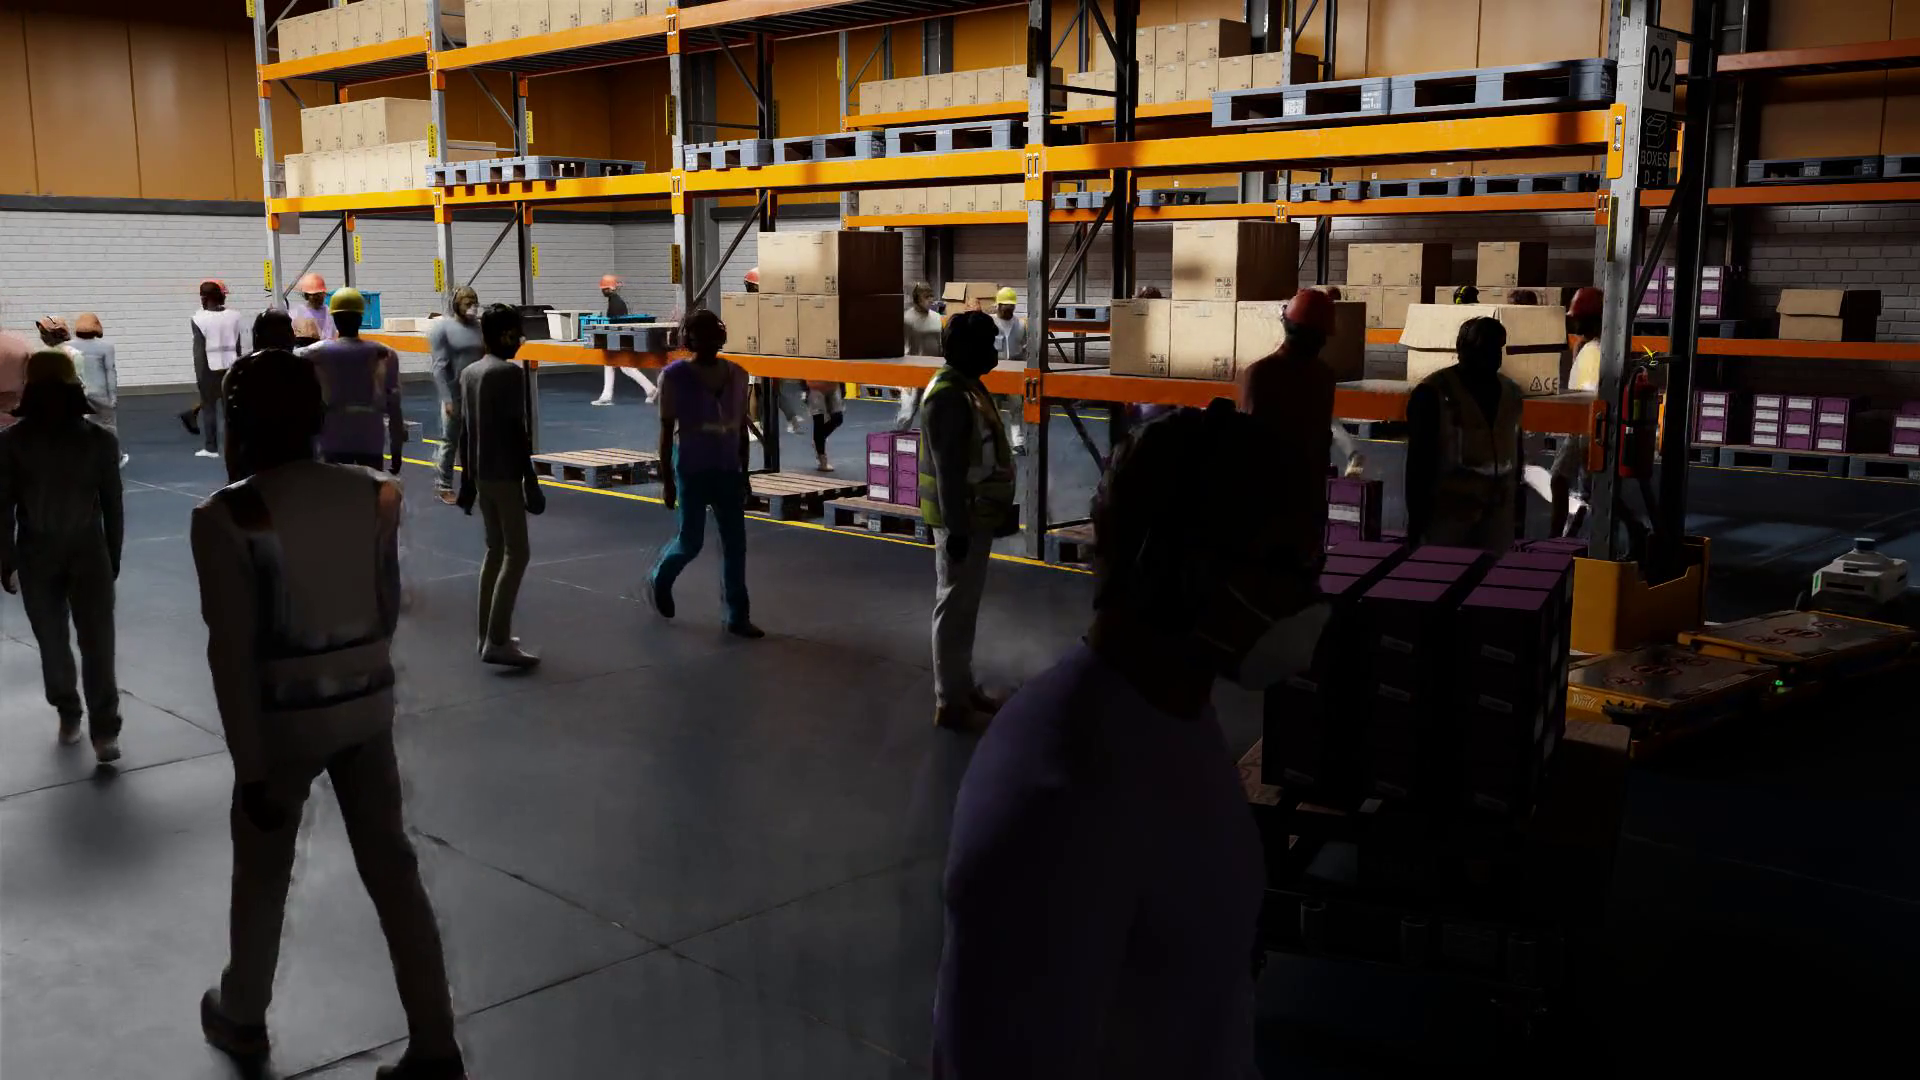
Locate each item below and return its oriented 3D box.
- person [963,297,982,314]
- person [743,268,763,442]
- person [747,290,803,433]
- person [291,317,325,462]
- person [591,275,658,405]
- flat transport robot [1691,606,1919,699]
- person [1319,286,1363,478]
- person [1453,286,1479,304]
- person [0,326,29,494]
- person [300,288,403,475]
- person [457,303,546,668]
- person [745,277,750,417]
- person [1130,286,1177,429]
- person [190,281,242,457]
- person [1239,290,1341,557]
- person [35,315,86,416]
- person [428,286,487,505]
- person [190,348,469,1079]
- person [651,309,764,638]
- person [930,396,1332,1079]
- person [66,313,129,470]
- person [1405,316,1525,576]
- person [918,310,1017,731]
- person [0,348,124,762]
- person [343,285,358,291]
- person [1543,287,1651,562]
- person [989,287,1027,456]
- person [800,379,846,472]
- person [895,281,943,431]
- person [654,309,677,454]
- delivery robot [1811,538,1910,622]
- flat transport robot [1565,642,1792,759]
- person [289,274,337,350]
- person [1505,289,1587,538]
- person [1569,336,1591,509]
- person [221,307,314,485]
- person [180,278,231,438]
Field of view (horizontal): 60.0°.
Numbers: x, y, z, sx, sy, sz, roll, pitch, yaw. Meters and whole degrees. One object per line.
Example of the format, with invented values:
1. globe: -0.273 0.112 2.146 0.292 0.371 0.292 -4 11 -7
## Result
1. person: 0.186 -2.572 23.260 0.492 1.625 0.280 -4 10 -25
2. person: -2.394 -2.166 19.517 0.392 2.034 0.605 4 10 23
3. person: -2.357 -2.285 20.557 1.007 1.945 0.623 5 10 26
4. person: -5.511 -1.060 14.006 0.423 1.613 0.509 4 10 24
5. person: -4.973 -2.955 24.651 0.936 1.950 0.660 -3 10 -17
6. flat transport robot: 4.207 0.544 8.290 1.431 0.197 0.652 -6 11 -34
7. person: 3.471 -1.432 15.513 0.593 1.870 0.594 -5 11 -29
8. person: 4.708 -1.463 15.719 0.315 1.865 0.526 4 10 24
9. person: -6.591 -0.763 11.375 0.789 1.882 0.646 3 10 18
10. person: -3.827 -0.613 10.420 0.610 1.899 0.770 -5 11 -29
11. person: -2.384 -0.277 8.523 0.765 1.846 0.538 9 13 42
12. person: -2.684 -2.494 21.731 0.606 1.966 0.367 -3 10 -19
13. person: 1.656 -1.201 14.071 0.646 1.886 0.680 -8 12 -39
14. person: -7.907 -1.819 17.812 0.690 1.898 0.618 5 11 30
15. person: 1.614 -0.269 8.243 0.633 1.921 1.027 -5 10 -26
16. person: -7.482 -1.045 13.850 0.512 1.639 0.311 4 10 22
17. person: -4.154 -1.184 14.000 0.620 1.889 1.041 -9 13 -44
18. person: -1.577 0.453 4.091 0.972 1.839 0.580 7 12 38
19. person: -1.444 -0.373 9.215 0.587 1.813 0.752 -8 12 -41
20. person: 0.262 0.803 1.750 1.006 1.886 0.638 2 10 14
21. person: -8.474 -1.419 16.270 0.516 1.581 0.894 -1 9 -7
22. person: 2.368 -0.168 7.974 0.644 1.813 0.779 -3 10 -16
23. person: 0.036 -0.091 7.382 0.429 1.840 0.637 1 9 8
24. person: -3.683 0.069 6.829 0.489 1.695 0.906 -5 11 -28
25. person: -9.057 -2.919 24.781 0.601 1.818 0.403 2 9 12
26. person: 4.289 -0.746 11.194 0.846 1.908 0.560 7 11 36
27. person: 0.472 -1.822 18.036 0.610 1.822 0.446 -2 9 -13
28. person: -1.406 -1.517 16.623 0.571 1.670 0.523 -7 11 -35
29. person: -0.329 -1.609 16.535 0.660 1.886 1.006 -8 12 -42
30. person: -2.938 -1.661 17.749 0.871 1.599 0.527 8 12 41
31. delivery robot: 4.905 0.232 9.046 0.477 0.478 0.707 8 12 41
32. flat transport robot: 3.066 0.687 7.412 1.431 0.197 0.652 -8 12 -40
33. person: -6.936 -1.883 17.982 1.061 1.961 0.687 6 11 32
34. person: 4.171 -0.886 12.132 0.723 1.881 0.653 9 13 43
35. person: 5.361 -1.149 14.101 0.525 1.769 0.312 -9 13 -44
36. person: -3.635 -0.304 8.734 0.614 1.827 0.532 7 12 38
37. person: -8.878 -2.142 19.737 0.547 1.922 0.684 8 12 39
